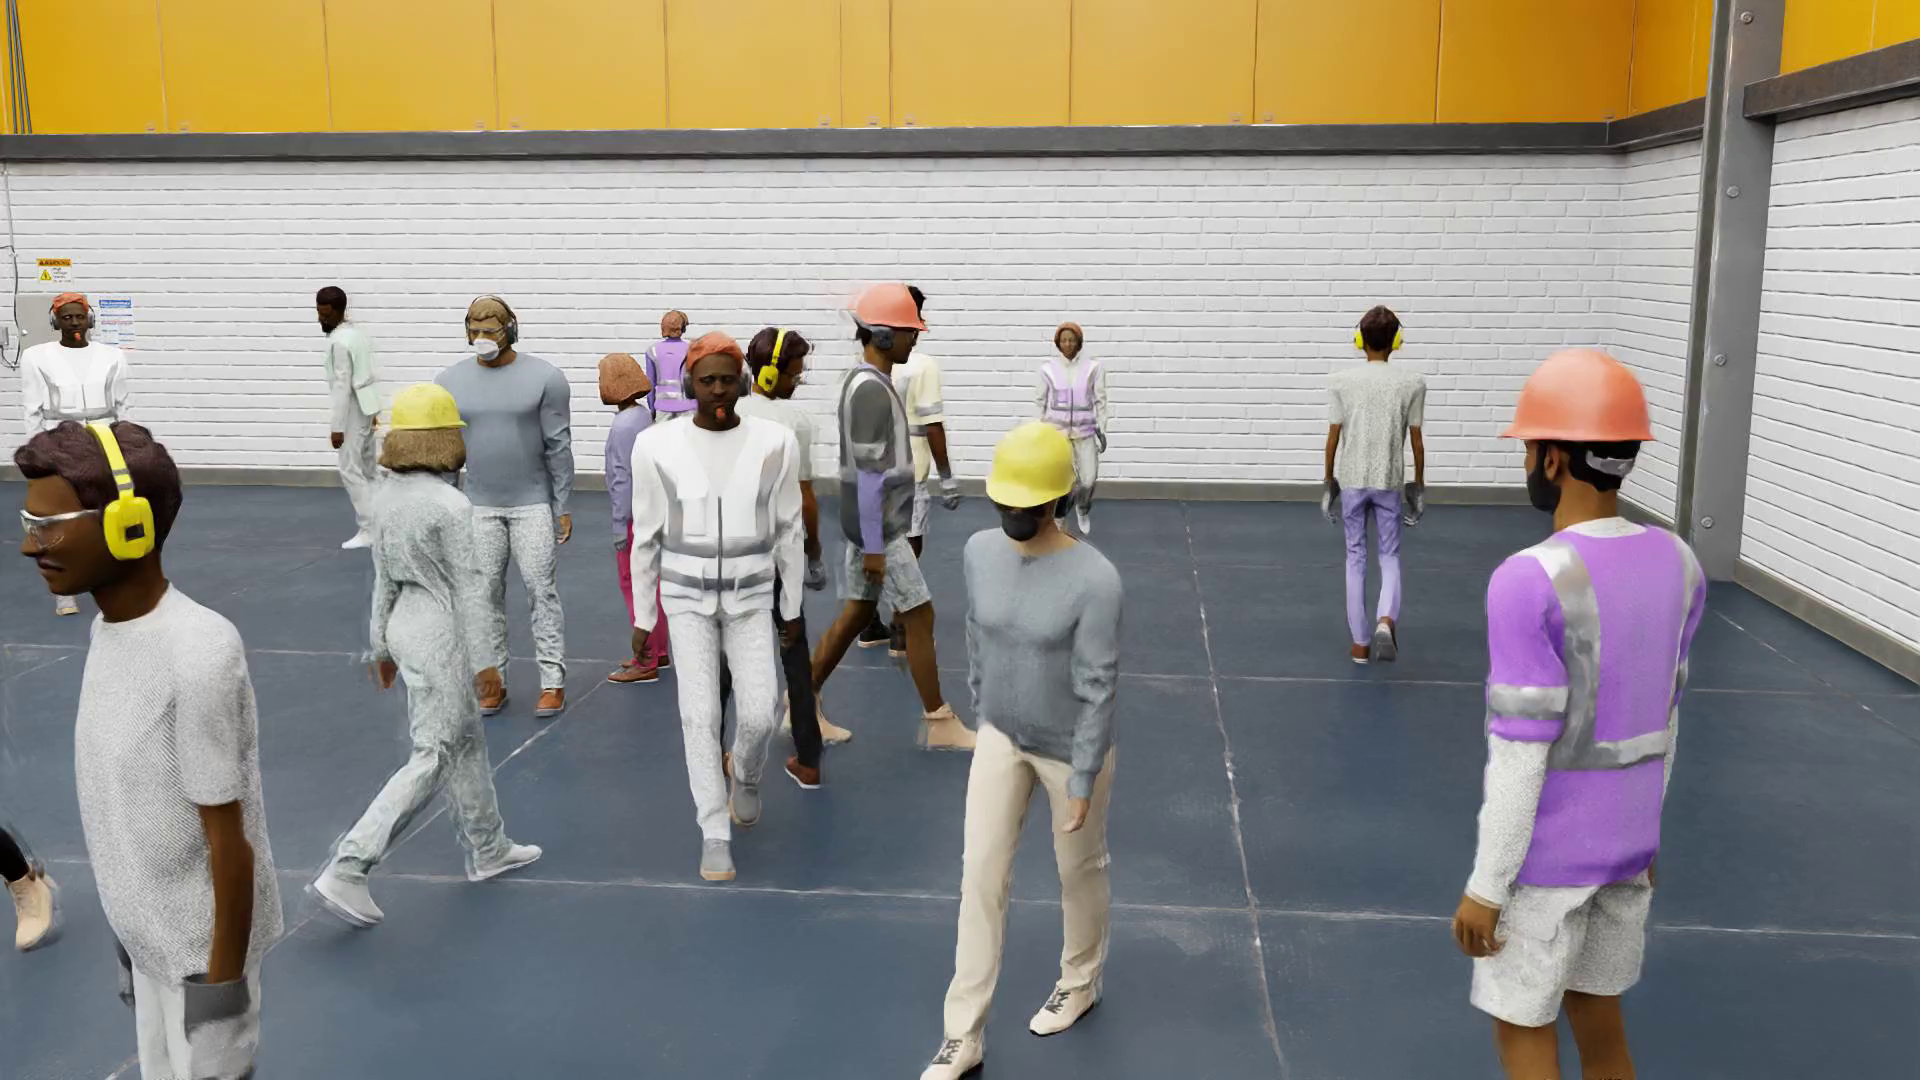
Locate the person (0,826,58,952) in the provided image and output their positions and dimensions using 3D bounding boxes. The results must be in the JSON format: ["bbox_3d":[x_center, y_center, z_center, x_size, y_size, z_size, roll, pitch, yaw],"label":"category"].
[{"bbox_3d":[-3.090,0.457,4.899,0.548,1.657,0.642,4,11,23],"label":"person"}]

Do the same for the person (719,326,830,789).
[{"bbox_3d":[-0.799,0.074,6.576,0.556,1.838,0.422,6,12,31],"label":"person"}]

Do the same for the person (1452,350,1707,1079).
[{"bbox_3d":[1.213,0.601,3.297,0.573,1.936,0.450,-6,12,-33],"label":"person"}]

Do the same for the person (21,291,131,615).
[{"bbox_3d":[-5.168,-0.512,9.798,0.575,1.883,0.362,-9,13,-41],"label":"person"}]

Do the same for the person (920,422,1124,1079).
[{"bbox_3d":[0.178,0.542,4.240,0.526,1.701,0.836,6,12,33],"label":"person"}]

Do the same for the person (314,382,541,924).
[{"bbox_3d":[-1.738,0.346,5.352,0.502,1.704,0.832,9,13,41],"label":"person"}]

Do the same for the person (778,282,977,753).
[{"bbox_3d":[-0.342,-0.080,7.008,0.950,2.002,0.622,-1,10,-6],"label":"person"}]

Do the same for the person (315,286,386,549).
[{"bbox_3d":[-4.341,-0.888,11.984,0.393,1.873,0.766,-1,10,-8],"label":"person"}]

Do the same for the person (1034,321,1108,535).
[{"bbox_3d":[0.786,-0.753,11.909,0.532,1.623,0.437,0,10,2],"label":"person"}]

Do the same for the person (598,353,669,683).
[{"bbox_3d":[-1.621,-0.106,8.218,0.283,1.628,0.507,0,10,2],"label":"person"}]

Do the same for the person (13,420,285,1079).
[{"bbox_3d":[-1.323,0.721,2.812,0.328,1.860,0.534,-10,14,-43],"label":"person"}]

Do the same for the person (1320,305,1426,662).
[{"bbox_3d":[2.096,-0.262,8.468,0.512,1.855,0.510,2,10,10],"label":"person"}]

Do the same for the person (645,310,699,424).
[{"bbox_3d":[-2.311,-1.055,13.601,0.514,1.641,0.307,1,10,7],"label":"person"}]

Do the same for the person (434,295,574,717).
[{"bbox_3d":[-2.077,-0.147,7.591,0.635,1.928,0.382,0,10,-2],"label":"person"}]

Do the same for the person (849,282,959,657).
[{"bbox_3d":[-0.312,-0.369,8.775,0.383,1.956,0.653,-10,14,-43],"label":"person"}]

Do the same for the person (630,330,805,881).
[{"bbox_3d":[-0.836,0.210,5.731,0.593,1.867,0.515,-2,10,-11],"label":"person"}]
